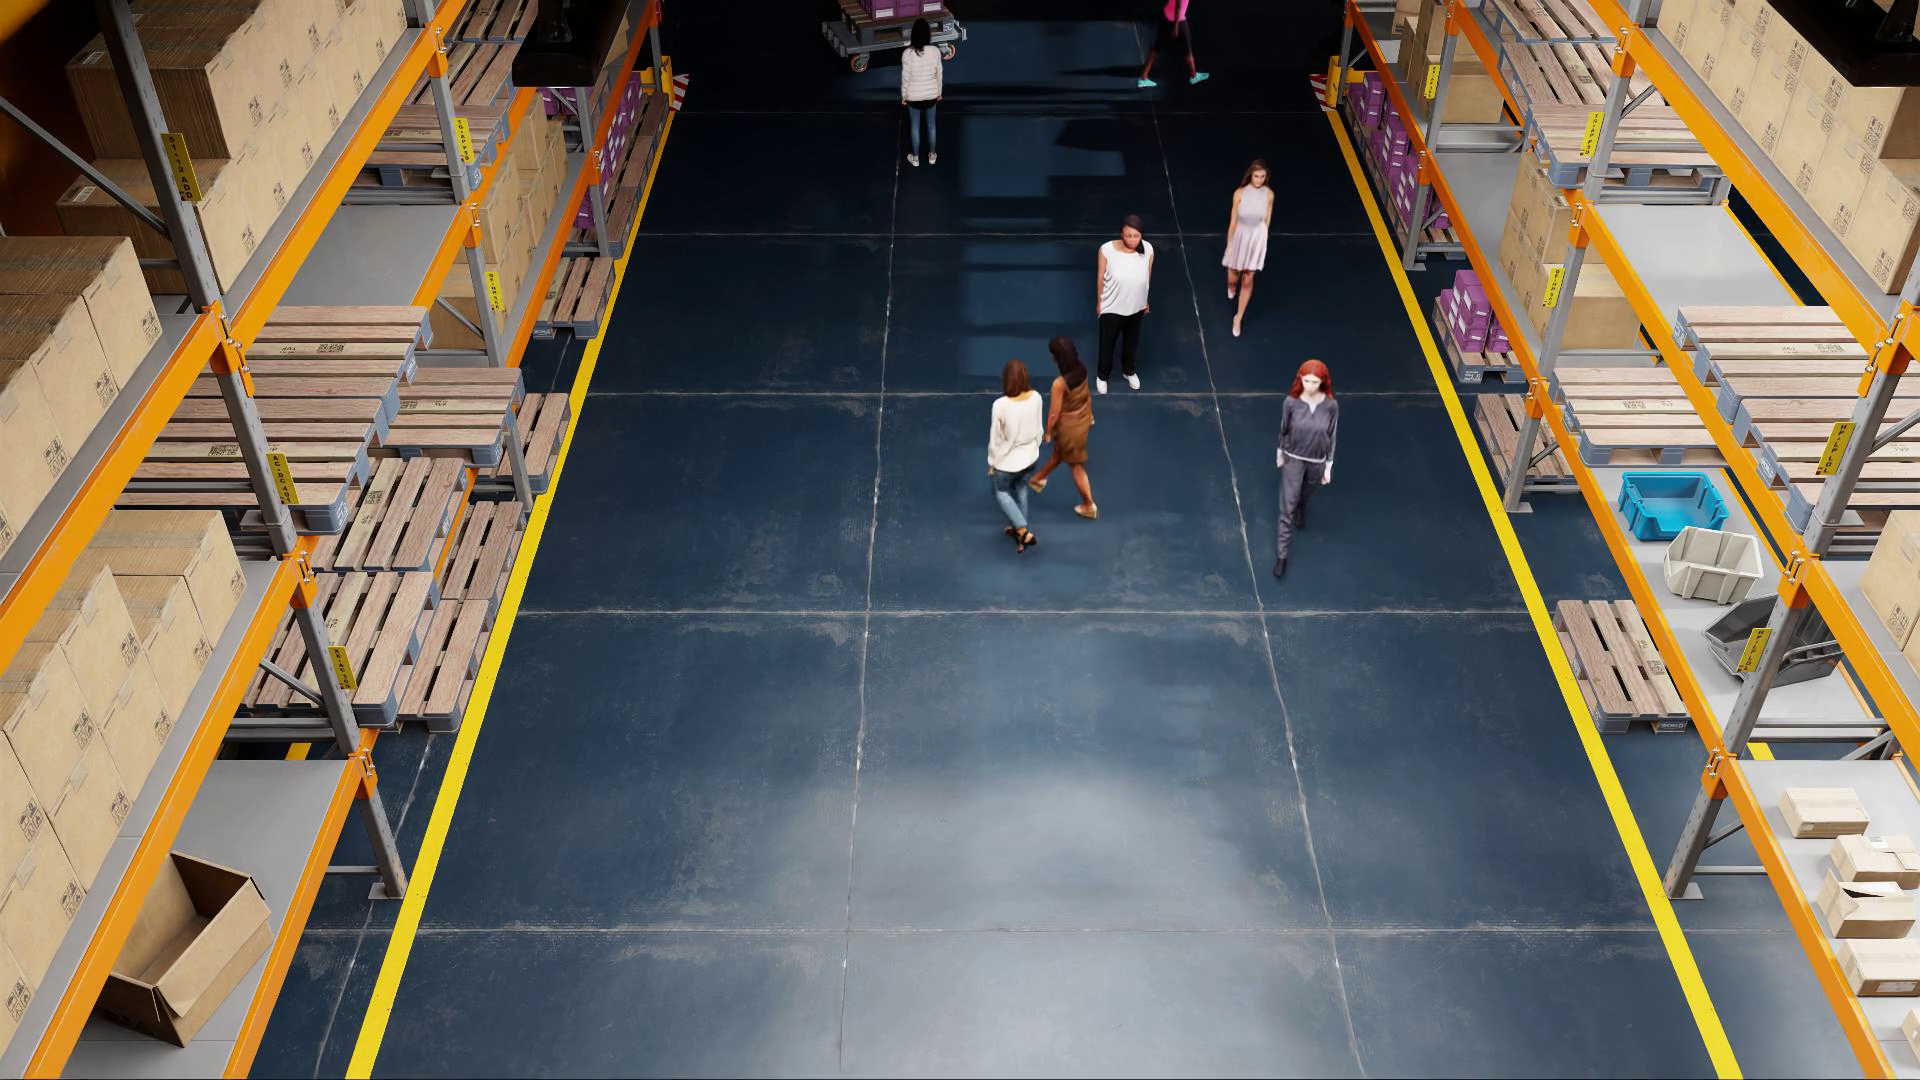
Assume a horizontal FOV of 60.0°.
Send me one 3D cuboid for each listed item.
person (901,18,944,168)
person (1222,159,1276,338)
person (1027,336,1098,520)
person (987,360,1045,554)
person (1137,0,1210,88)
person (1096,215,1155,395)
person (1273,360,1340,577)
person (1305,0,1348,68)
[{"bbox_3d":[-0.416,-4.888,18.164,0.667,1.638,0.625,-9,39,-11],"label":"person"},{"bbox_3d":[2.641,-2.747,15.391,0.627,1.753,0.870,4,39,5],"label":"person"},{"bbox_3d":[0.940,-0.838,13.083,0.970,1.650,1.009,21,43,25],"label":"person"},{"bbox_3d":[0.460,-0.587,12.759,0.836,1.661,0.909,-16,41,-19],"label":"person"},{"bbox_3d":[2.444,-6.125,19.685,0.887,1.673,1.148,-11,40,-14],"label":"person"},{"bbox_3d":[1.447,-2.088,14.619,0.692,1.687,0.661,-6,39,-8],"label":"person"},{"bbox_3d":[2.656,-0.636,12.759,0.726,1.739,1.158,6,39,8],"label":"person"},{"bbox_3d":[4.558,-6.460,20.146,0.713,1.620,0.776,-6,39,-8],"label":"person"}]
